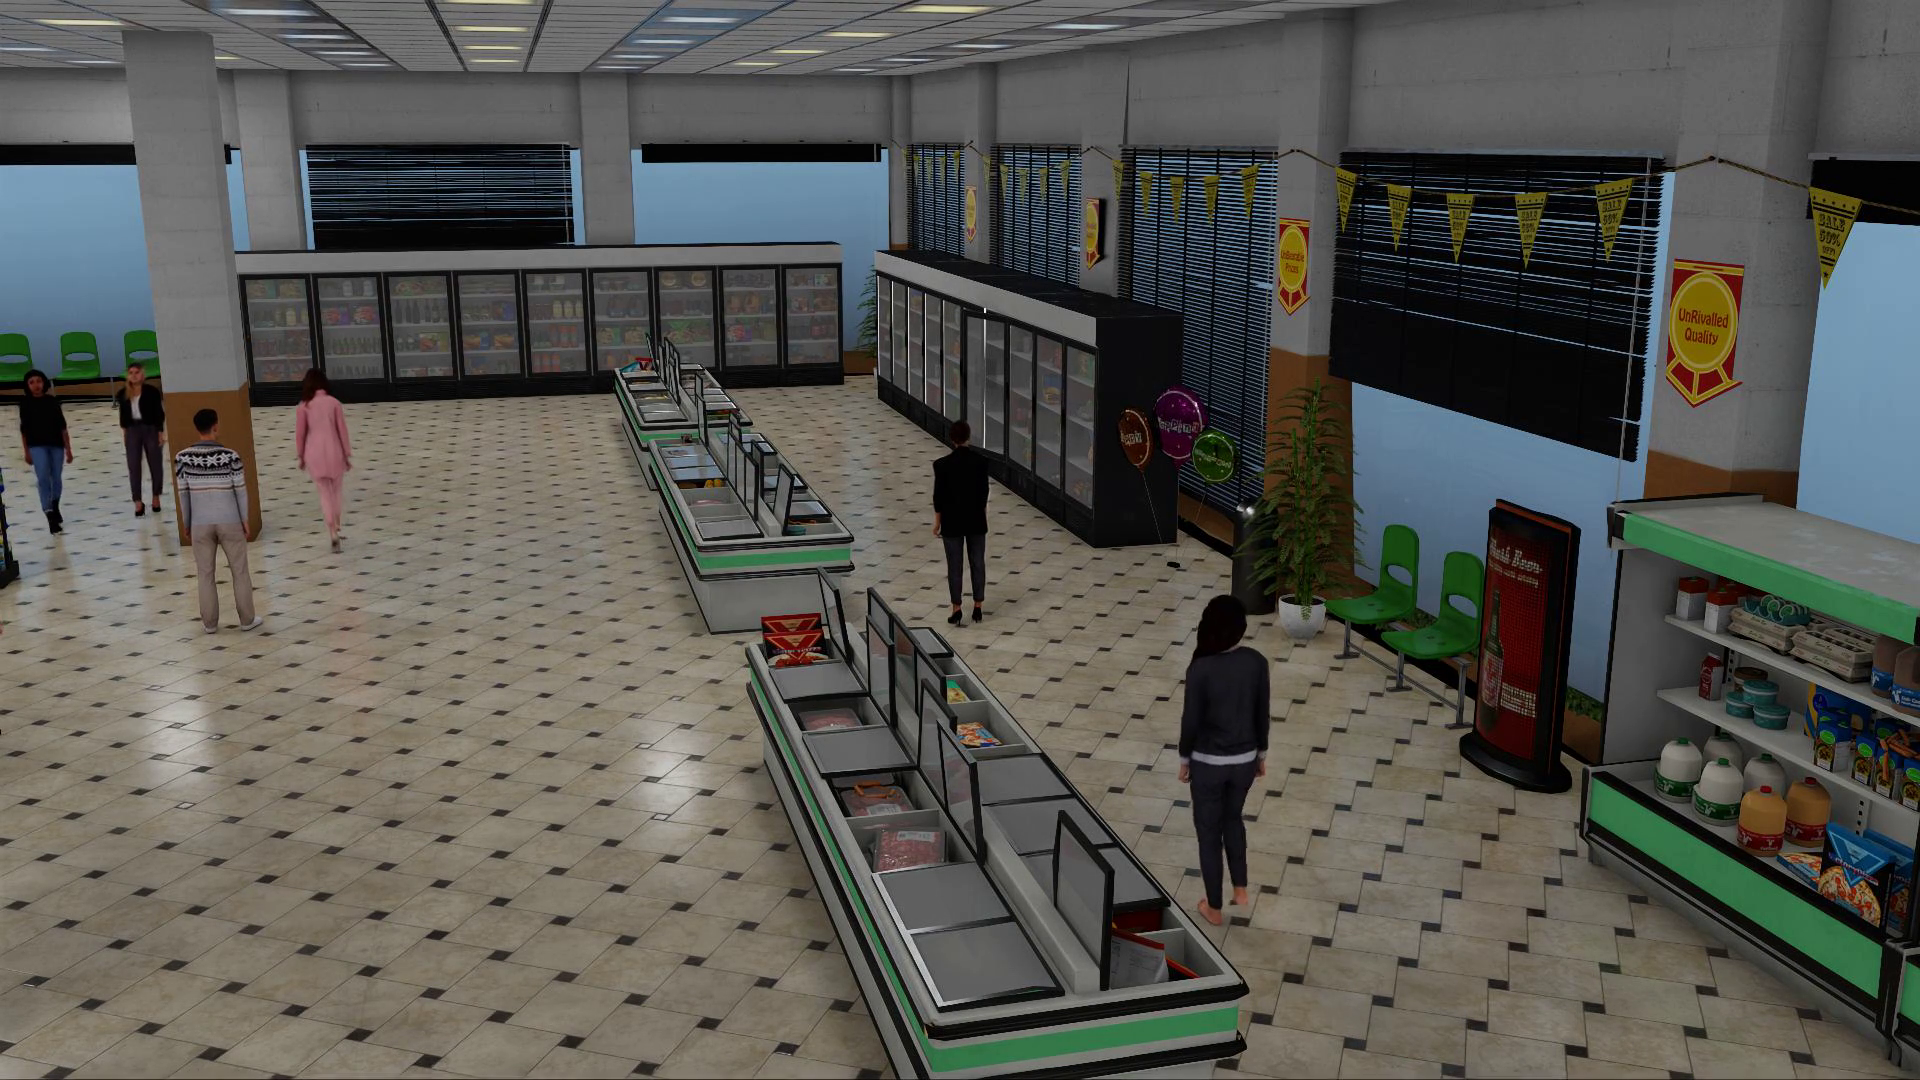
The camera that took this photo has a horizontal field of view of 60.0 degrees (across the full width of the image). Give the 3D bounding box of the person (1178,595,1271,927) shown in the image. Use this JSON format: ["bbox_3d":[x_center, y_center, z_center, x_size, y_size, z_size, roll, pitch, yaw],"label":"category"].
[{"bbox_3d":[1.386,1.154,8.488,0.631,1.764,0.609,-4,14,-16],"label":"person"}]

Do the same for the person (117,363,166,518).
[{"bbox_3d":[-8.799,-1.089,17.980,0.613,1.649,0.878,-4,14,-16],"label":"person"}]

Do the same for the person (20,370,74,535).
[{"bbox_3d":[-9.480,-0.915,17.258,0.890,1.652,1.199,-11,18,-39],"label":"person"}]

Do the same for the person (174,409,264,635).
[{"bbox_3d":[-6.121,-0.155,13.685,0.674,1.858,0.553,-3,14,-13],"label":"person"}]

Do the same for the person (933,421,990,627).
[{"bbox_3d":[0.029,-0.140,13.922,0.630,1.717,0.563,-3,14,-13],"label":"person"}]

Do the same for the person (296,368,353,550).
[{"bbox_3d":[-6.266,-0.777,16.432,0.770,1.772,1.027,-7,15,-25],"label":"person"}]
